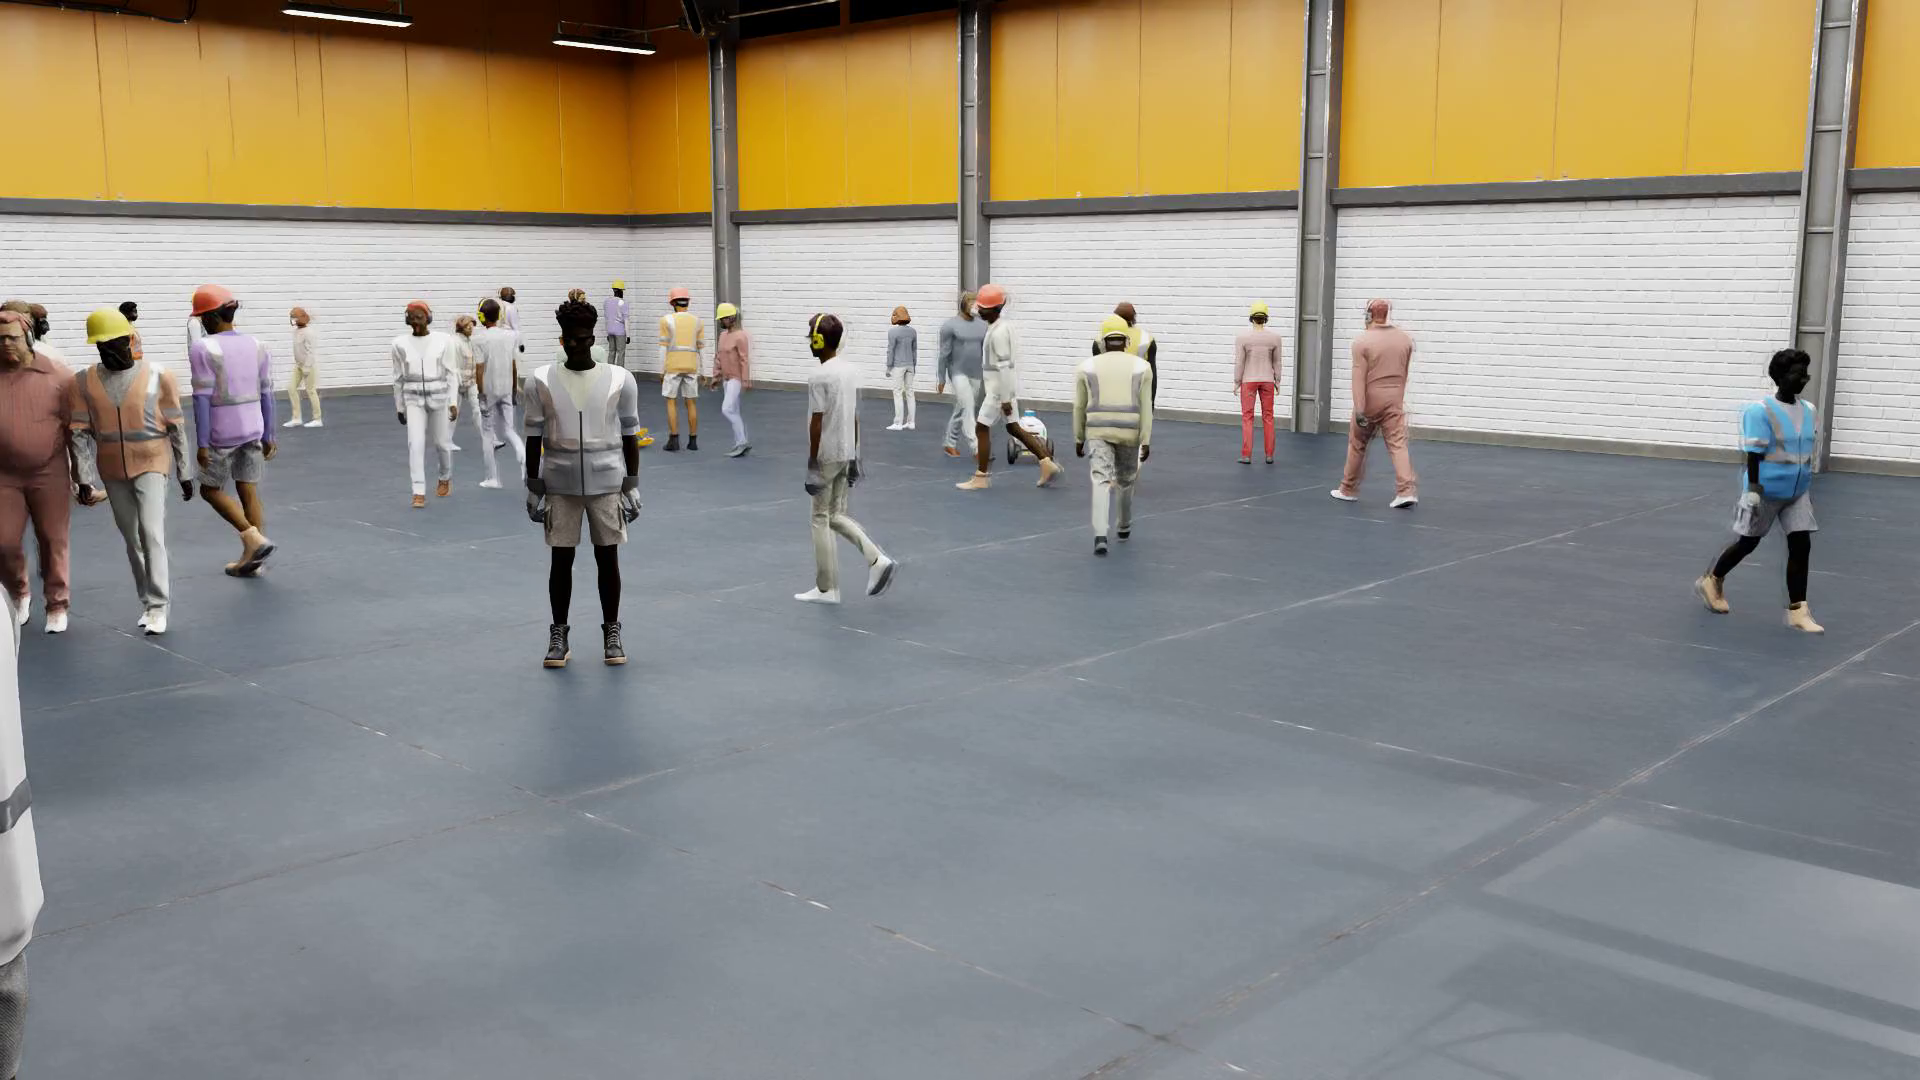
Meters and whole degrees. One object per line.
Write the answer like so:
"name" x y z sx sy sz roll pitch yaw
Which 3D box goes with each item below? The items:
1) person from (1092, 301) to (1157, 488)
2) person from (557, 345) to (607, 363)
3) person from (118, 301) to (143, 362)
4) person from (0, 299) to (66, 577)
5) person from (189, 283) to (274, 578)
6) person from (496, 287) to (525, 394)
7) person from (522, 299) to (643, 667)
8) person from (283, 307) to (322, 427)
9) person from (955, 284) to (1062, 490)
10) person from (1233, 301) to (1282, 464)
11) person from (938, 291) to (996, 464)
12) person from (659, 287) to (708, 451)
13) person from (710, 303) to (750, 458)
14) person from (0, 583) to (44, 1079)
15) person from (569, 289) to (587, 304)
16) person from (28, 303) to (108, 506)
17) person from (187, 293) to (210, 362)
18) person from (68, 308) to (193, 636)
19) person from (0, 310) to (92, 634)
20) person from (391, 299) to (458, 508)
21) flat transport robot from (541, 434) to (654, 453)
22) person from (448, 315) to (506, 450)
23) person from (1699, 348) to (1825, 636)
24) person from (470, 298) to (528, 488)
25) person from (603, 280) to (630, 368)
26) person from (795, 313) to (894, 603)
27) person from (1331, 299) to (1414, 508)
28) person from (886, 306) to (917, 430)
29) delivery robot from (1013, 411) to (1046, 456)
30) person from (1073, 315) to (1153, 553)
"person" 1.556 -1.362 15.875 0.644 1.820 0.726 1 9 8
"person" -3.763 -1.401 16.638 0.500 1.636 0.281 -1 9 -8
"person" -11.144 -2.358 22.342 0.320 1.690 0.535 -4 10 -24
"person" -6.533 -0.715 11.569 0.635 1.918 0.828 -8 12 -39
"person" -4.933 -0.723 11.298 0.493 2.021 0.635 5 10 26
"person" -7.433 -3.290 27.668 0.727 1.816 0.654 -9 13 -43
"person" -2.008 -0.297 8.866 0.613 1.962 0.365 -2 9 -11
"person" -8.798 -2.293 22.153 0.519 1.606 0.614 8 12 40
"person" 0.492 -1.444 15.871 0.968 1.998 0.656 1 9 7
"person" 3.232 -1.705 18.107 0.533 1.767 0.325 -1 9 -5
"person" 0.087 -1.796 18.330 0.654 1.877 1.071 -7 12 -37
"person" -3.233 -1.987 19.390 0.617 1.908 0.521 -5 11 -29
"person" -2.573 -1.782 18.677 0.428 1.740 0.521 -6 11 -33
"person" -1.805 0.690 2.897 0.354 1.939 0.544 -3 10 -16
"person" -5.332 -2.578 23.217 0.332 1.844 0.516 -3 10 -16
"person" -7.988 -1.161 14.622 0.887 1.808 0.659 0 9 0
"person" -9.932 -2.356 21.892 0.403 1.834 0.589 -3 10 -15
"person" -4.822 -0.384 9.619 0.598 1.888 0.852 -1 9 -8
"person" -5.420 -0.385 9.645 0.687 1.886 0.413 -4 10 -24
"person" -4.833 -1.252 15.087 0.575 1.855 0.888 -2 9 -11
"flat transport robot" -4.238 -1.165 19.370 0.652 0.197 1.431 4 10 23
"person" -5.714 -1.812 19.282 0.865 1.586 0.556 4 10 23
"person" 4.819 -0.317 9.905 0.531 1.669 0.826 -3 10 -17
"person" -4.401 -1.391 15.935 0.520 1.852 0.723 -8 12 -41
"person" -6.313 -3.834 30.713 0.581 1.919 0.391 5 11 28
"person" -0.769 -0.495 10.449 0.569 1.853 0.510 5 10 27
"person" 3.763 -1.223 14.898 0.645 1.862 0.984 -3 10 -18
"person" -0.764 -2.265 21.968 0.271 1.629 0.501 9 13 43
"delivery robot" 0.763 -1.176 18.268 0.477 0.478 0.707 0 9 0
"person" 1.152 -0.806 12.580 0.596 1.782 0.958 1 9 6
